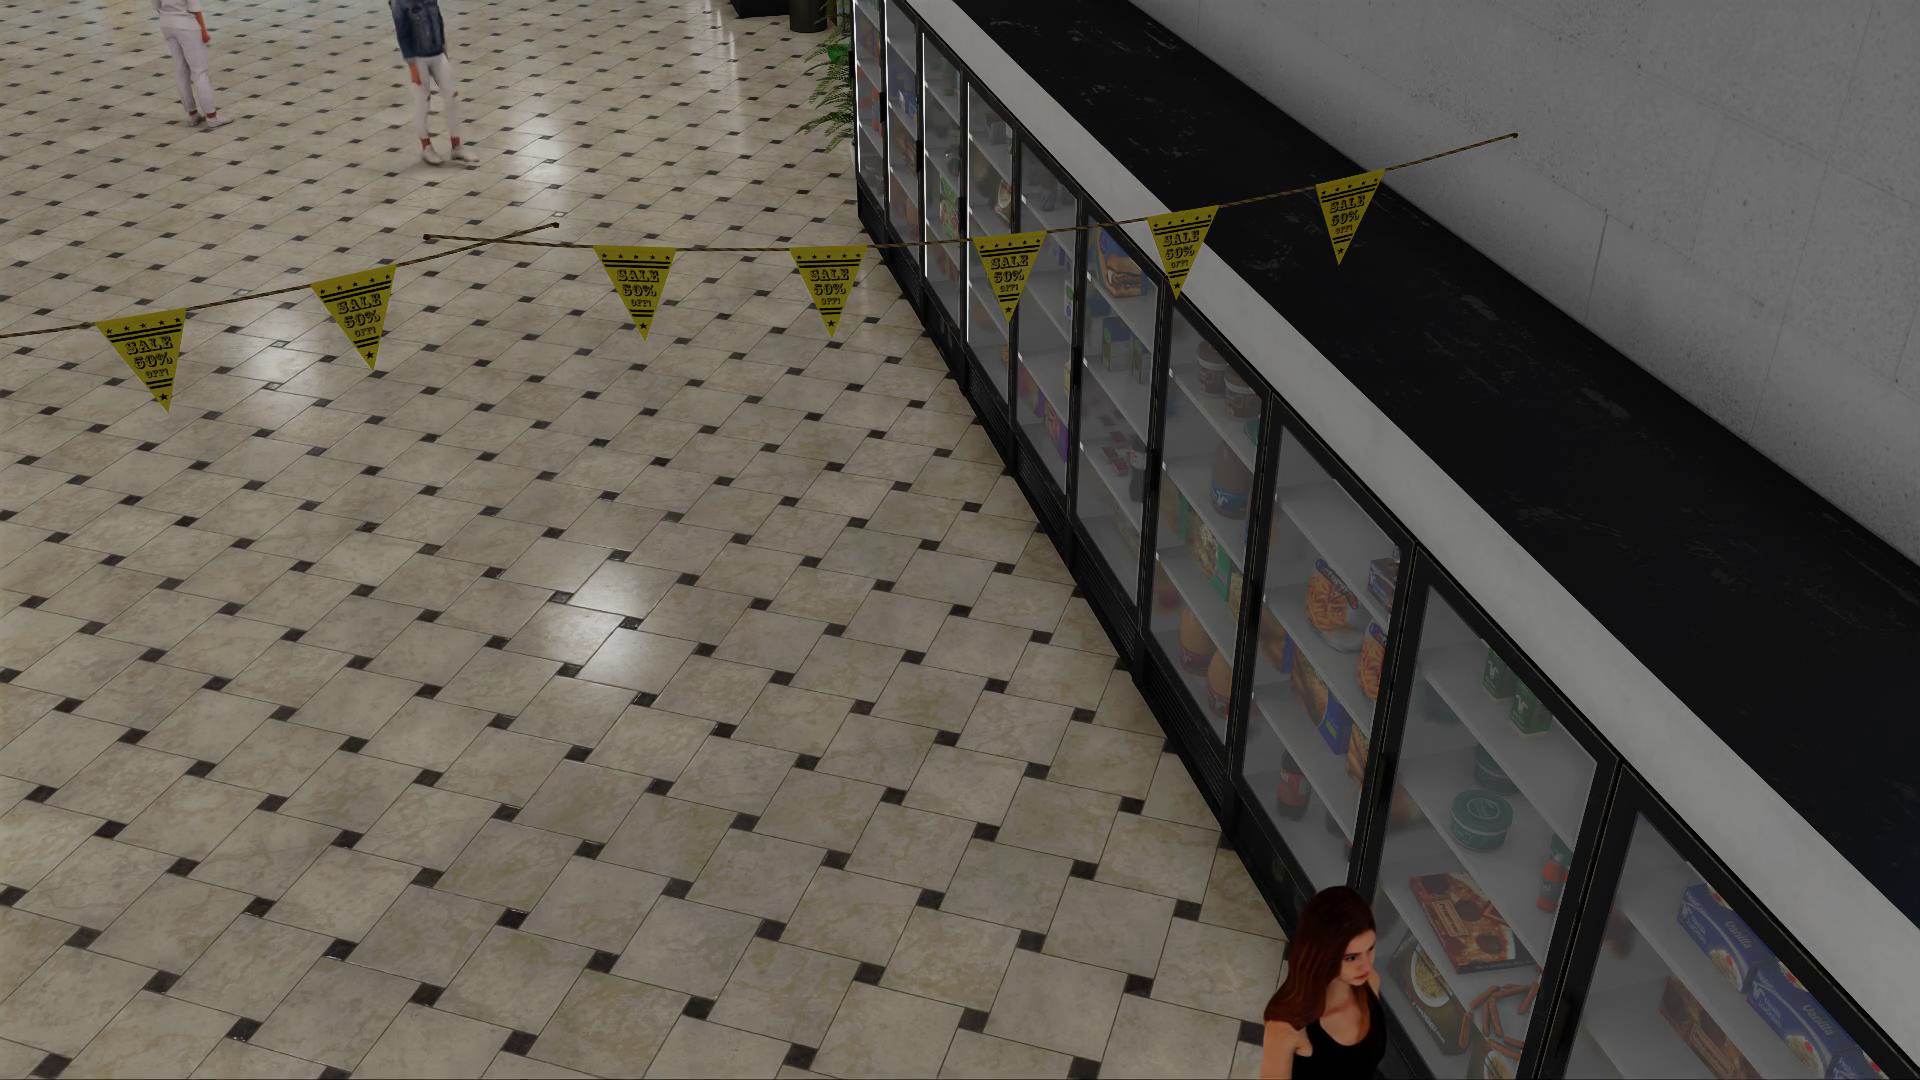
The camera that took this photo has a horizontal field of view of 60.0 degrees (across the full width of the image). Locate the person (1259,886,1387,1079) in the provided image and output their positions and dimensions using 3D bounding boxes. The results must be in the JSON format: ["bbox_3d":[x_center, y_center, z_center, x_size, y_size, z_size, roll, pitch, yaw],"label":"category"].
[{"bbox_3d":[0.918,1.597,4.449,0.573,1.726,0.694,-24,39,-33],"label":"person"}]

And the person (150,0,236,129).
[{"bbox_3d":[-6.562,-4.334,14.017,0.664,1.688,0.749,12,34,18],"label":"person"}]

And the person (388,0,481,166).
[{"bbox_3d":[-4.296,-3.814,13.185,0.906,1.683,0.858,23,39,32],"label":"person"}]
